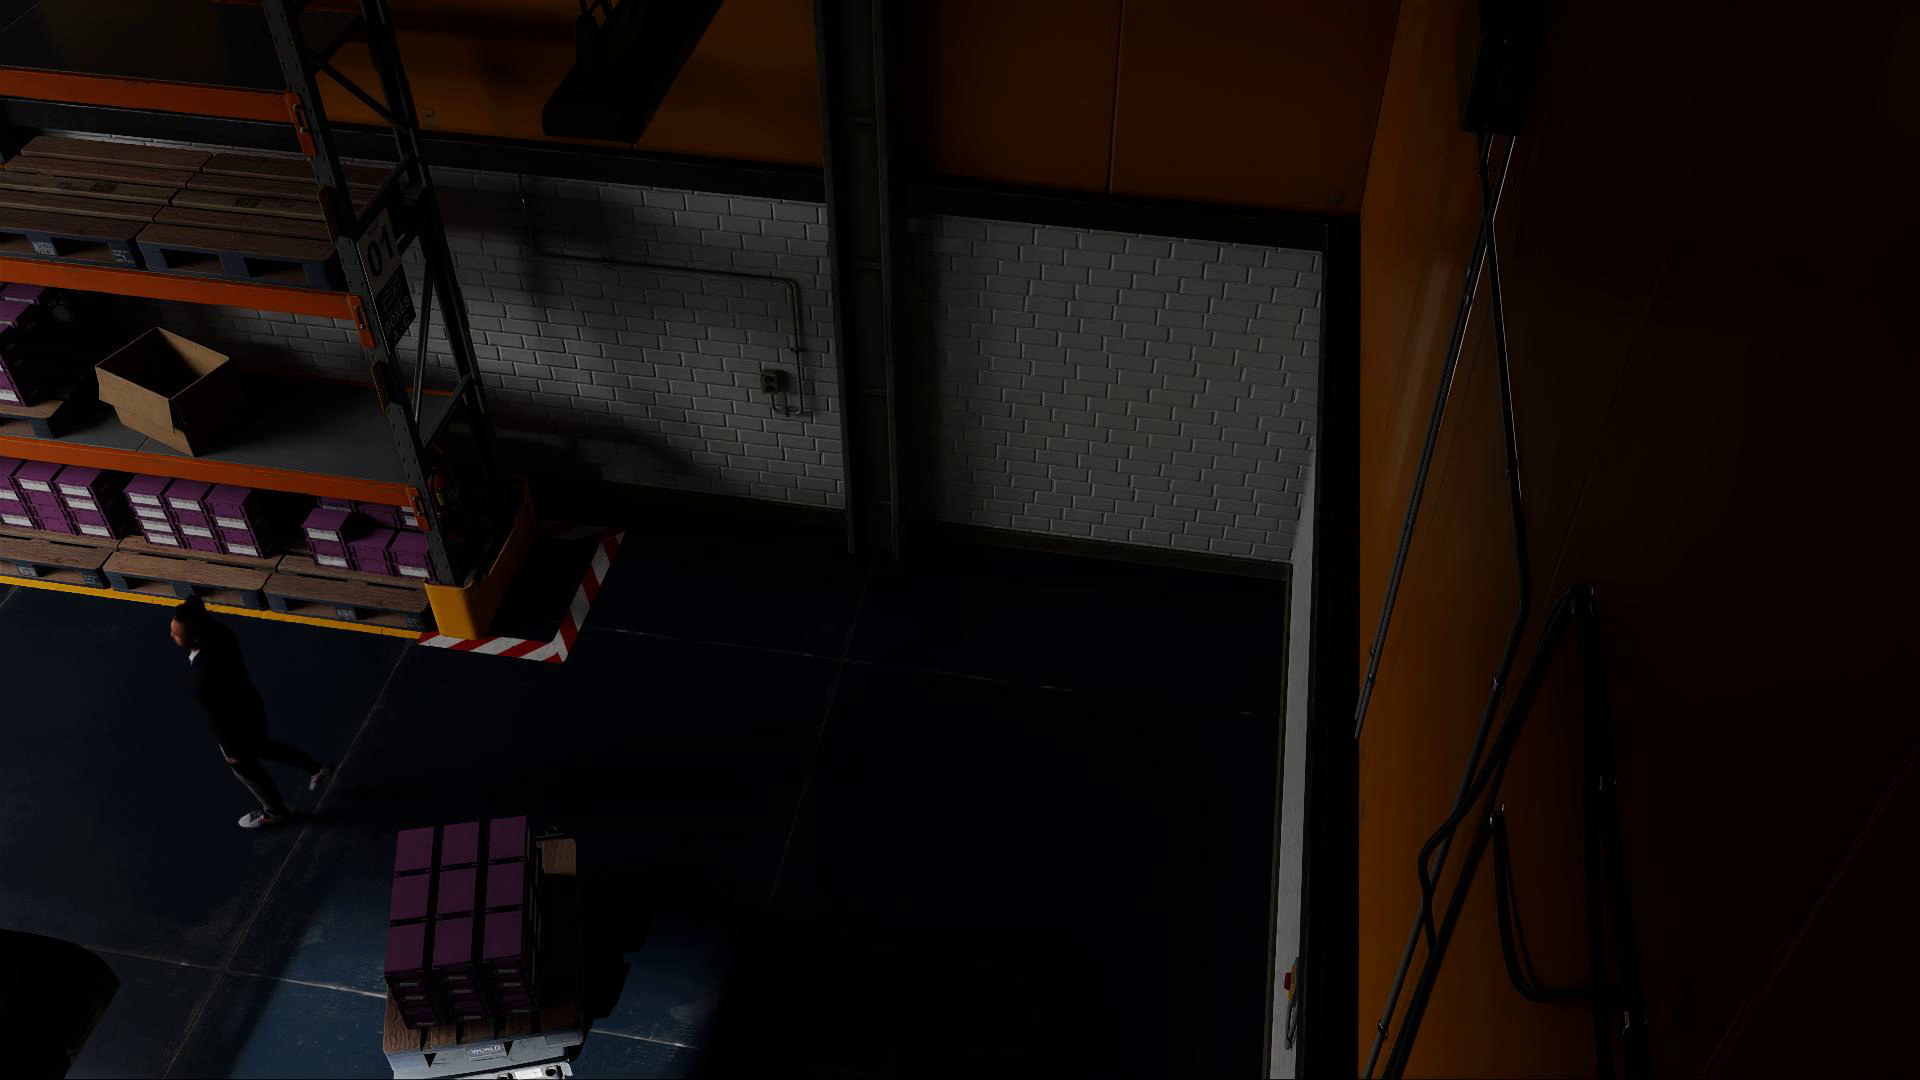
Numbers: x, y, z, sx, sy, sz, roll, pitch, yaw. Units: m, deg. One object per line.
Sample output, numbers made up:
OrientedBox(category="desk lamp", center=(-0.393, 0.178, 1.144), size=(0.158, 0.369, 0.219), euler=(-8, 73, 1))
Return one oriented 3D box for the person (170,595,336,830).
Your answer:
OrientedBox(category="person", center=(-4.172, 1.009, 9.816), size=(1.006, 1.941, 0.902), euler=(-9, 44, -9))
